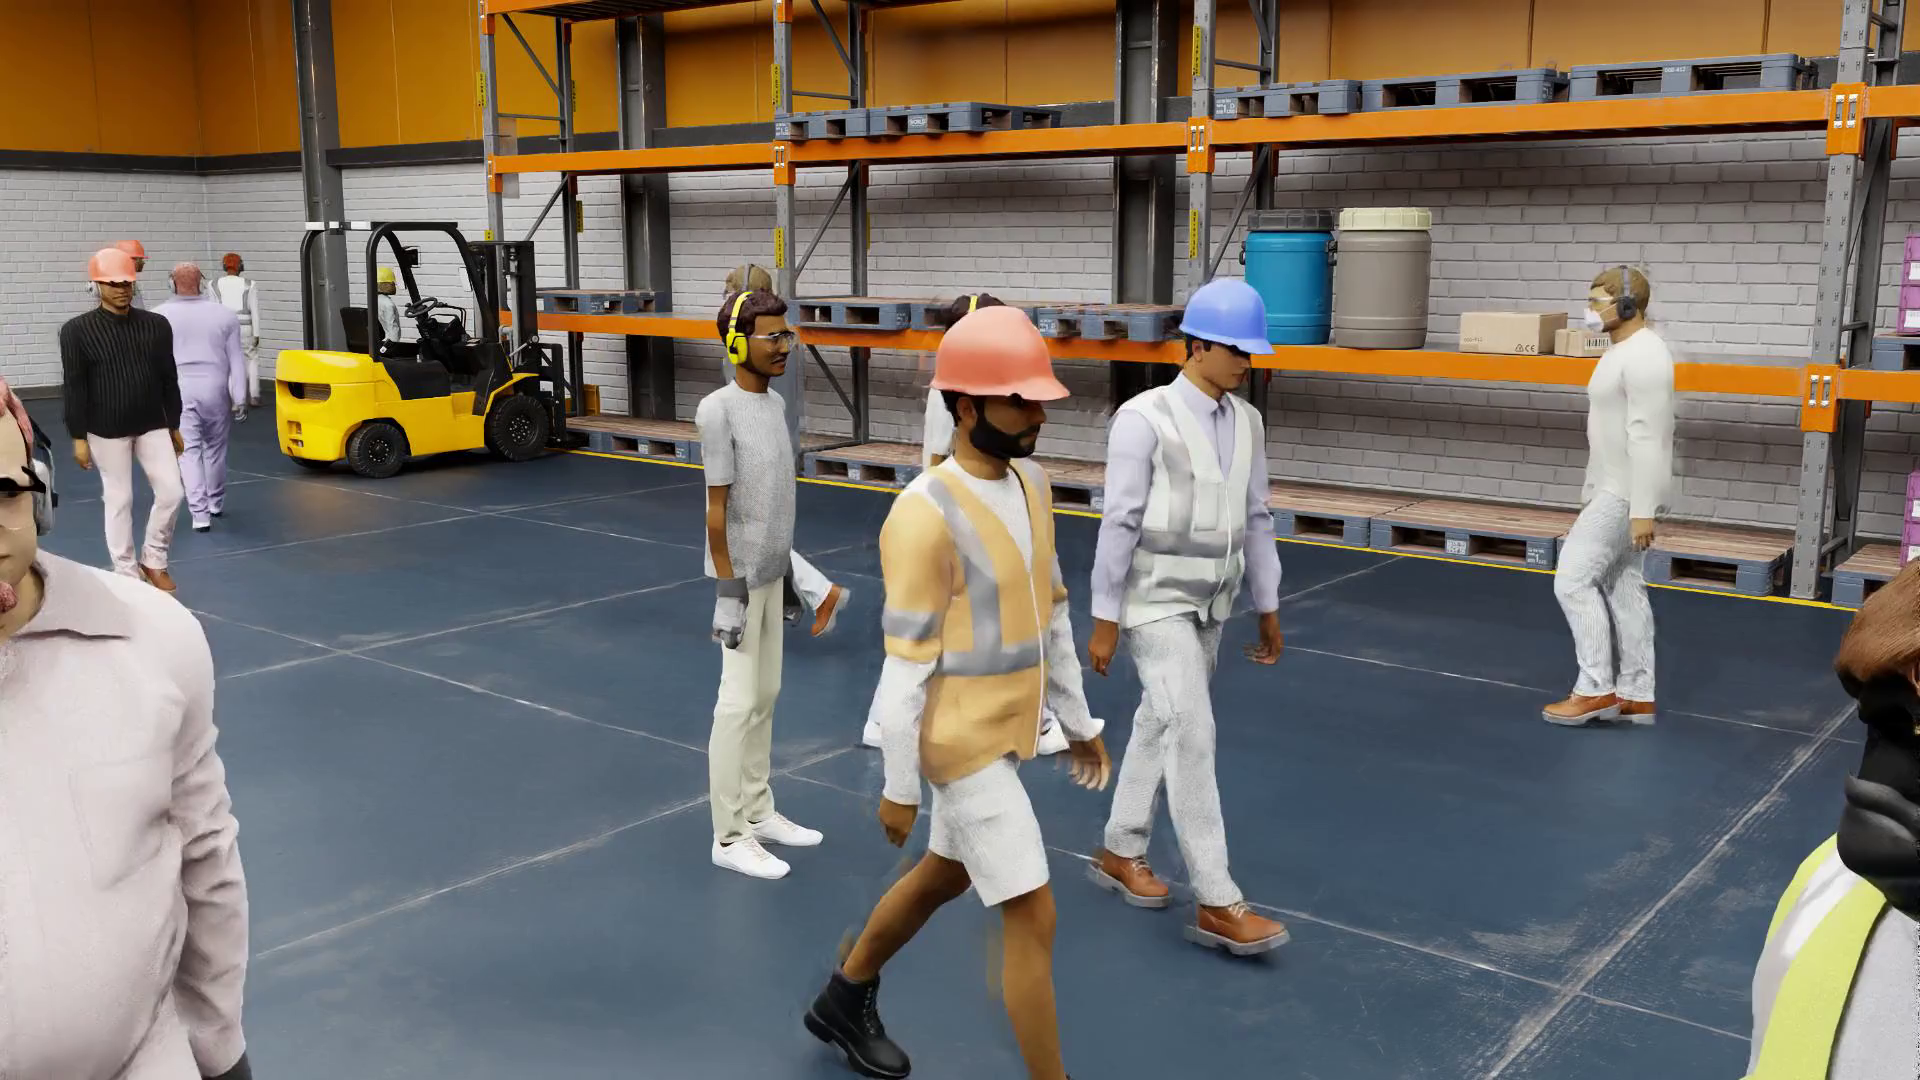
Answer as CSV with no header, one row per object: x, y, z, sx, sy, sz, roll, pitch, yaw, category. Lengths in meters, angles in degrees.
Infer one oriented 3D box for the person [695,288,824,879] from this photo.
-0.647,0.137,5.362,0.329,1.867,0.509,3,11,17,person

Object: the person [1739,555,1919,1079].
0.785,0.894,1.288,0.431,1.832,0.645,0,10,0,person

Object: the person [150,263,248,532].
-5.439,-1.024,11.806,0.674,1.851,0.980,-6,12,-28,person

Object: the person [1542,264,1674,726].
2.662,-0.168,6.898,0.629,1.916,0.665,2,11,13,person

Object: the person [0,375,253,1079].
-1.138,0.730,2.007,0.678,1.883,0.697,-9,14,-42,person

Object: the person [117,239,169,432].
-8.414,-2.064,17.105,0.642,2.022,0.647,-4,11,-22,person

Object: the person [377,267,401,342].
-5.901,-1.935,17.176,0.489,1.744,0.295,10,14,43,person

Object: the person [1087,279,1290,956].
0.738,0.213,4.820,0.621,1.899,0.916,-10,14,-43,person

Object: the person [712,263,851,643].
-0.899,-0.393,8.176,0.670,1.922,0.624,2,11,13,person

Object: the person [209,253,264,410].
-8.678,-2.503,19.982,0.585,1.868,0.683,-2,10,-13,person

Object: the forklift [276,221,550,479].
-4.922,-1.741,14.854,1.214,2.155,2.313,8,13,38,forklift

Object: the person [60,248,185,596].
-4.607,-0.615,9.212,0.458,1.972,0.647,10,14,43,person

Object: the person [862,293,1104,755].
0.063,-0.044,6.503,0.991,1.812,0.539,1,10,4,person

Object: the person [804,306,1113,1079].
0.001,0.422,3.731,0.989,1.896,0.559,5,11,26,person
